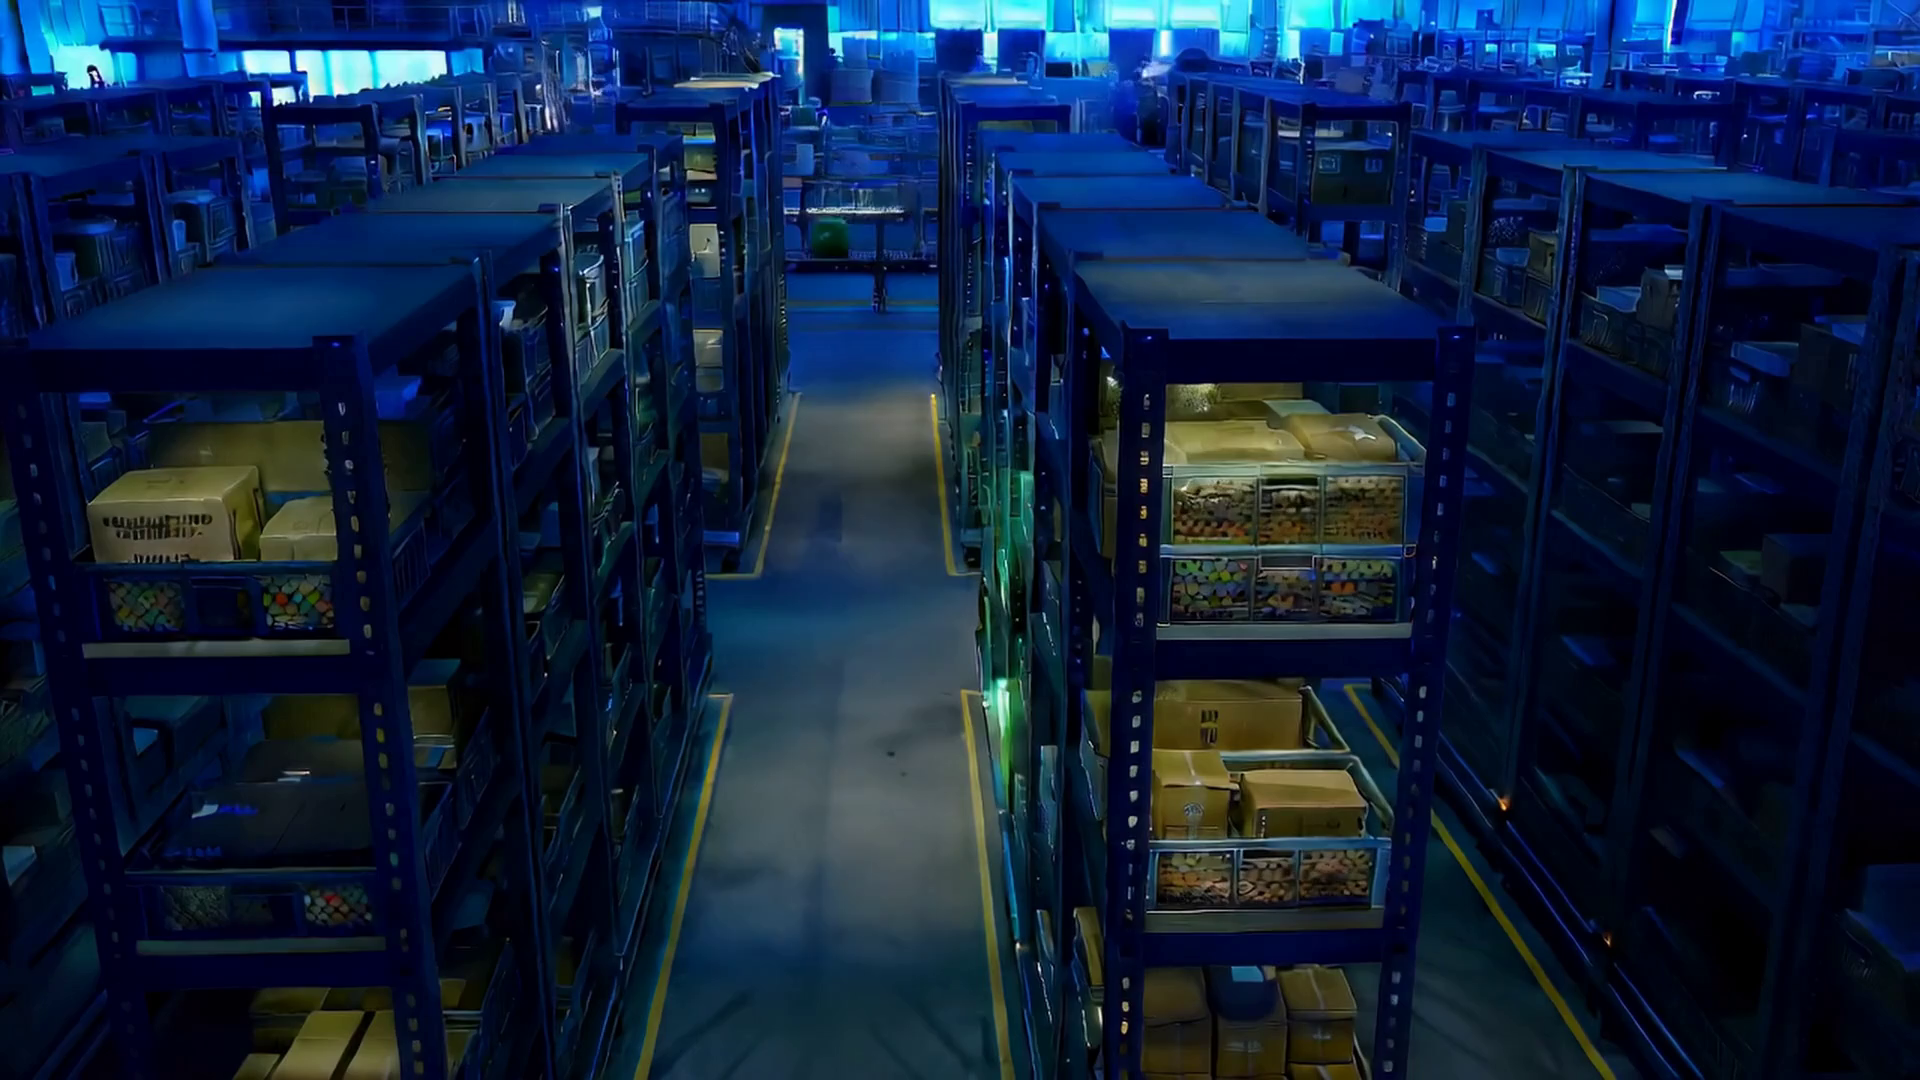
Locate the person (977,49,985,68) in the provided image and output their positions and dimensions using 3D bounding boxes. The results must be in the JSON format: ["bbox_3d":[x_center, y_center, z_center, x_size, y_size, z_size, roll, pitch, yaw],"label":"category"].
[{"bbox_3d":[1.170,-26.090,91.612,0.994,1.876,0.589,7,19,22],"label":"person"}]

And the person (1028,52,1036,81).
[{"bbox_3d":[3.608,-23.506,83.500,0.400,1.943,0.613,-5,19,-16],"label":"person"}]

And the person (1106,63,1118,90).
[{"bbox_3d":[6.307,-18.875,69.248,0.553,1.910,0.935,-4,18,-13],"label":"person"}]

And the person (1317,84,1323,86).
[{"bbox_3d":[12.287,-14.766,56.919,0.871,1.639,0.538,-11,21,-30],"label":"person"}]

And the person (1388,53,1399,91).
[{"bbox_3d":[21.888,-23.595,83.915,0.590,1.876,0.997,-15,23,-38],"label":"person"}]

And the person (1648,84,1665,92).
[{"bbox_3d":[25.050,-15.914,59.853,0.690,2.000,0.538,14,22,36],"label":"person"}]

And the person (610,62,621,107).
[{"bbox_3d":[-14.704,-19.376,70.839,0.501,1.864,0.628,3,18,10],"label":"person"}]

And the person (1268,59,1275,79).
[{"bbox_3d":[15.071,-22.403,80.501,0.321,1.692,0.534,15,23,39],"label":"person"}]

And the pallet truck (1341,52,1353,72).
[{"bbox_3d":[18.794,-23.123,82.231,0.823,1.965,1.885,-13,22,-35],"label":"pallet truck"}]

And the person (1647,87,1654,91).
[{"bbox_3d":[21.780,-13.438,52.654,0.597,1.743,0.533,12,22,34],"label":"person"}]

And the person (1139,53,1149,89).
[{"bbox_3d":[9.477,-24.135,85.649,0.445,1.829,0.627,-8,19,-22],"label":"person"}]

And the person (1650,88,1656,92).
[{"bbox_3d":[21.560,-13.202,51.918,0.355,1.755,0.518,-12,22,-33],"label":"person"}]

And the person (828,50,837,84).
[{"bbox_3d":[-7.044,-26.152,91.878,0.455,1.824,0.645,-13,22,-35],"label":"person"}]

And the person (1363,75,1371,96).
[{"bbox_3d":[14.449,-15.628,59.265,0.353,1.861,0.528,0,18,-1],"label":"person"}]

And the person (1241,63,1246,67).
[{"bbox_3d":[12.586,-20.380,74.151,0.486,1.744,0.294,11,21,31],"label":"person"}]

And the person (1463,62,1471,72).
[{"bbox_3d":[22.031,-19.873,72.408,0.416,1.852,0.546,5,18,14],"label":"person"}]

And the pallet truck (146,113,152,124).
[{"bbox_3d":[-18.087,-8.309,36.390,1.885,1.965,0.823,-1,18,-4],"label":"pallet truck"}]

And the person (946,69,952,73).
[{"bbox_3d":[-0.371,-16.925,63.184,0.502,1.915,0.543,-6,19,-18],"label":"person"}]

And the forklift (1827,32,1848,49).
[{"bbox_3d":[46.024,-25.320,87.618,1.129,2.768,1.873,-1,18,-2],"label":"forklift"}]

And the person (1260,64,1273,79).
[{"bbox_3d":[12.601,-18.611,68.440,0.600,1.894,0.500,0,18,1],"label":"person"}]

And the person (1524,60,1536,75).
[{"bbox_3d":[25.334,-20.393,74.028,0.506,1.847,0.345,4,18,14],"label":"person"}]

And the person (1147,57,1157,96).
[{"bbox_3d":[8.881,-21.298,76.698,0.437,1.925,0.657,-12,22,-33],"label":"person"}]

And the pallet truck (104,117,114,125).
[{"bbox_3d":[-18.367,-7.885,35.078,1.885,1.965,0.823,1,18,2],"label":"pallet truck"}]
